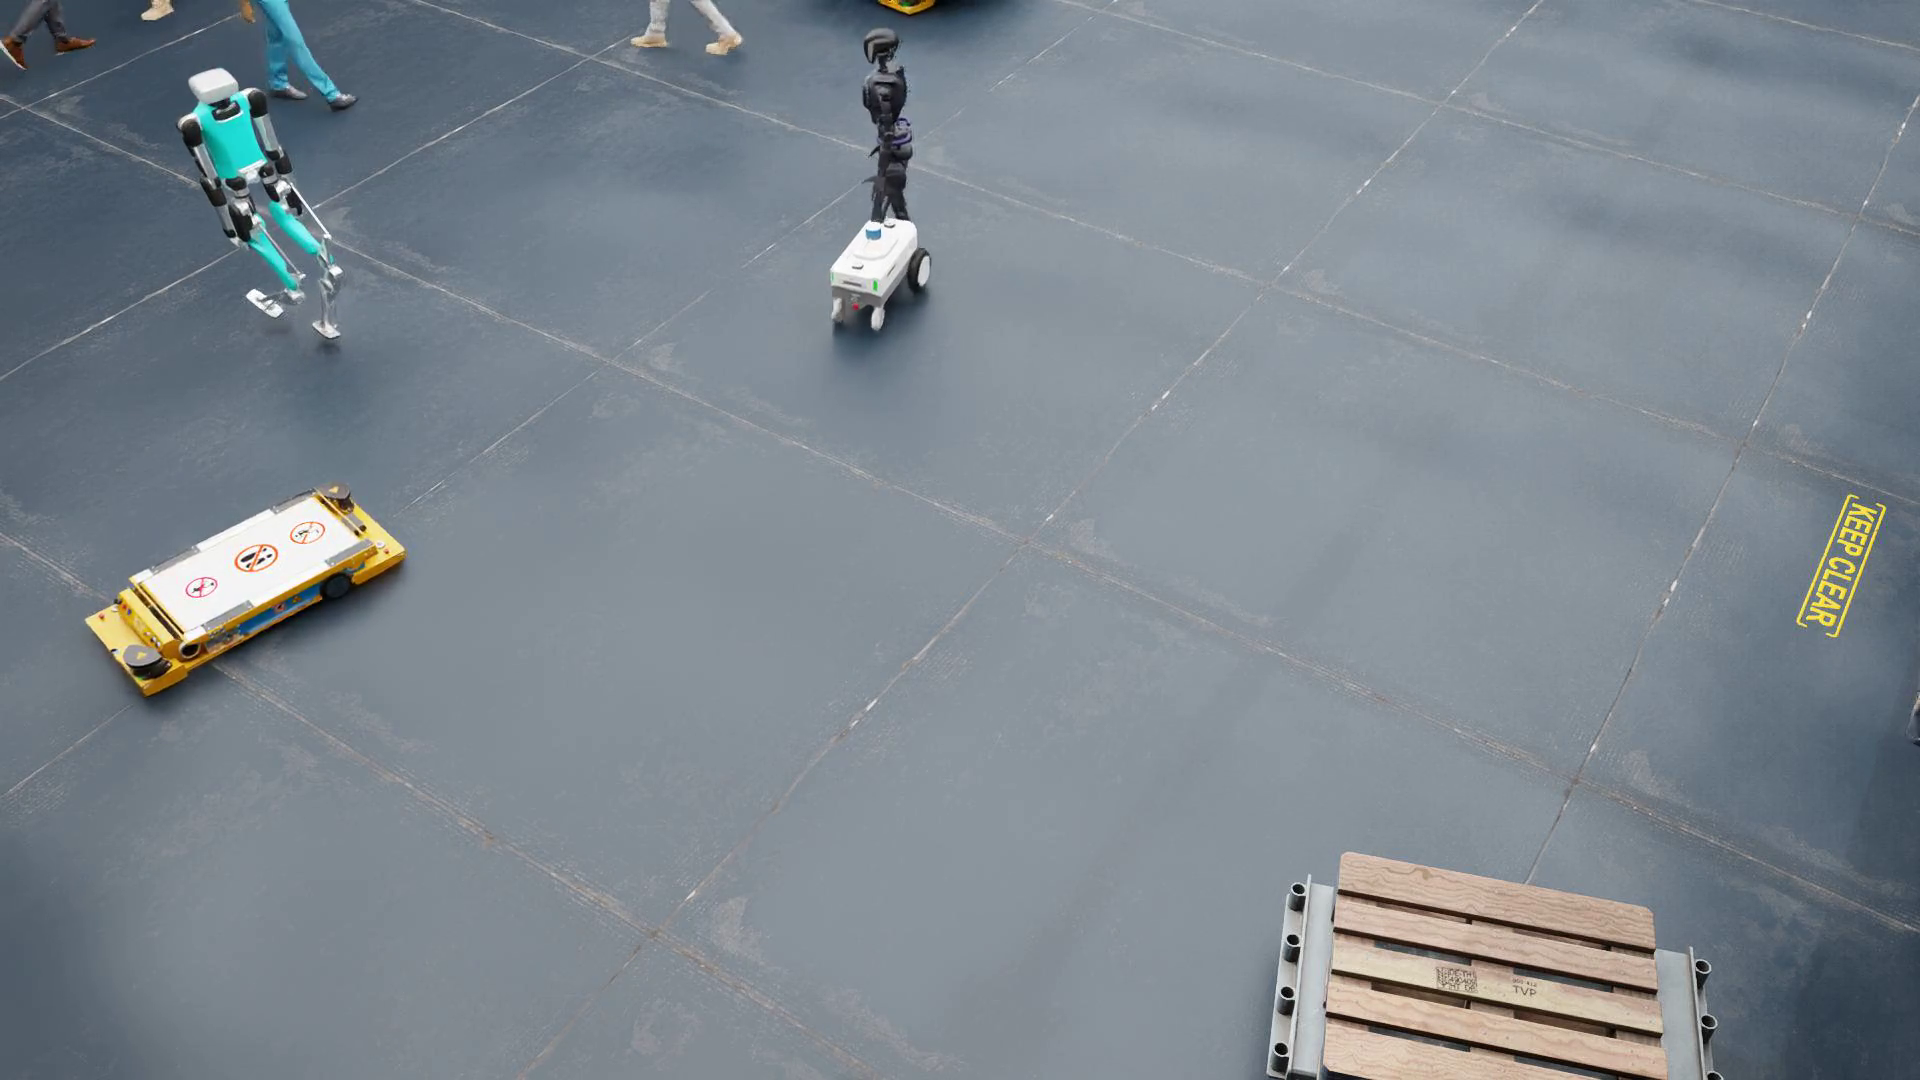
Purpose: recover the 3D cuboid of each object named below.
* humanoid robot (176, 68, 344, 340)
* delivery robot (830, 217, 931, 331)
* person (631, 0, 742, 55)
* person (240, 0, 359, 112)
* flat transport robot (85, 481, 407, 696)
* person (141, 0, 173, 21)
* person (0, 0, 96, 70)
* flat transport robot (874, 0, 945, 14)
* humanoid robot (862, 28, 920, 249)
[{"bbox_3d":[-4.044,-1.891,9.777,0.968,1.730,0.556,30,50,29],"label":"humanoid robot"},{"bbox_3d":[-0.526,-1.736,10.520,0.499,0.611,0.792,14,44,15],"label":"delivery robot"},{"bbox_3d":[-2.174,-4.623,12.789,0.913,1.835,0.470,2,42,2],"label":"person"},{"bbox_3d":[-4.887,-3.995,12.091,0.906,1.804,0.592,10,43,11],"label":"person"},{"bbox_3d":[-3.655,0.216,8.537,1.431,0.231,0.659,-33,51,-32],"label":"flat transport robot"},{"bbox_3d":[-6.597,-5.100,13.391,0.503,1.726,0.592,23,46,23],"label":"person"},{"bbox_3d":[-7.206,-4.494,12.625,0.527,1.849,0.675,30,50,30],"label":"person"},{"bbox_3d":[-0.175,-4.886,14.247,0.659,0.231,1.431,31,50,30],"label":"flat transport robot"},{"bbox_3d":[-0.452,-2.413,10.417,0.344,1.649,0.600,-2,42,-2],"label":"humanoid robot"}]
